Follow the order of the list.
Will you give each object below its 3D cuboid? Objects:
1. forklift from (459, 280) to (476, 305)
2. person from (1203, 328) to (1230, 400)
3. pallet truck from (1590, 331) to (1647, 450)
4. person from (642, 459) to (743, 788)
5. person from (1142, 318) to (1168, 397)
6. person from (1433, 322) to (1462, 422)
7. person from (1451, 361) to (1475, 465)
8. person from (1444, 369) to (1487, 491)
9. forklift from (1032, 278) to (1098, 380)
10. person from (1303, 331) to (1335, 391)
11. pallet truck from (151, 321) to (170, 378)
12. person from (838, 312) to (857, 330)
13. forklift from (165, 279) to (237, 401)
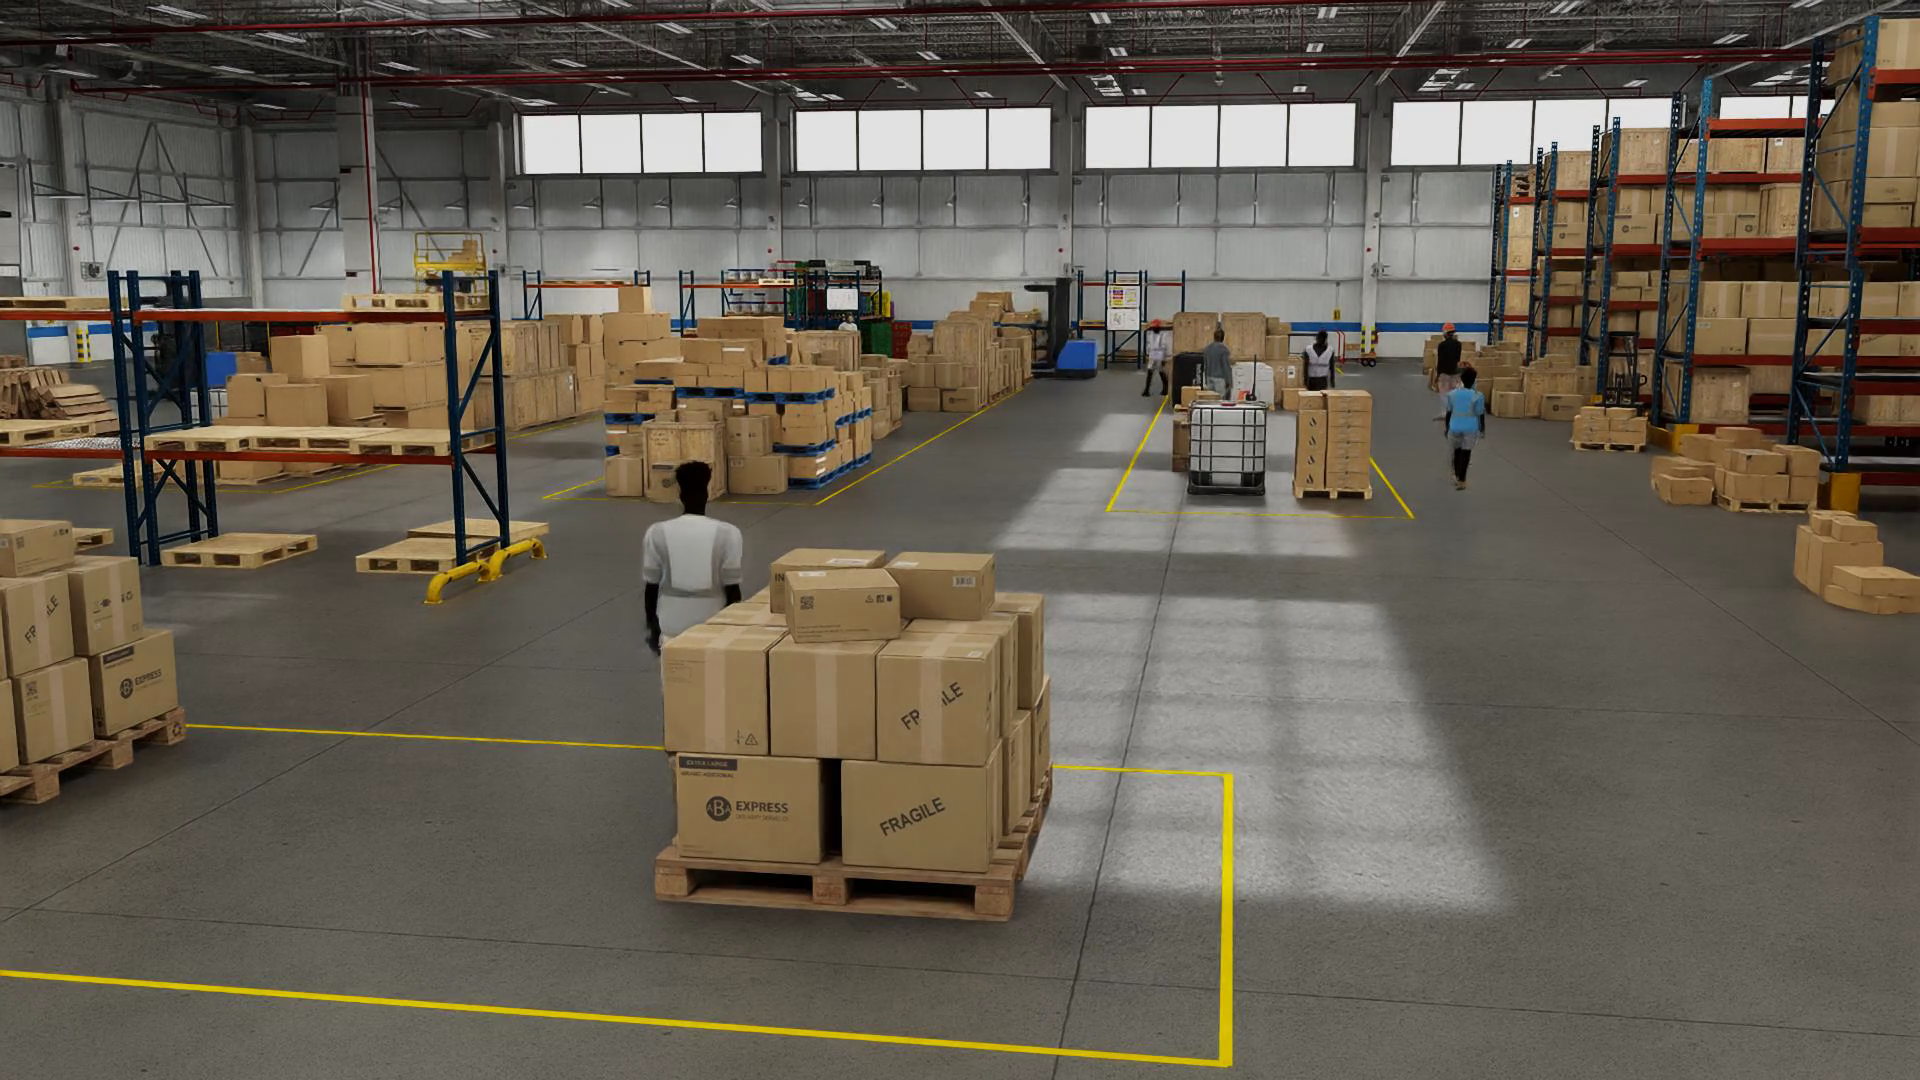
[{"bbox_3d":[-13.144,-5.596,44.427,1.873,2.768,1.129,-3,10,-17],"label":"forklift"},{"bbox_3d":[4.919,-3.090,31.901,0.366,1.931,0.630,-7,12,-39],"label":"person"},{"bbox_3d":[11.253,-2.573,28.499,0.823,1.965,1.885,5,10,27],"label":"pallet truck"},{"bbox_3d":[-1.575,0.497,9.790,0.601,1.938,0.878,0,9,-1],"label":"person"},{"bbox_3d":[4.777,-4.416,40.235,0.550,1.890,1.001,7,11,36],"label":"person"},{"bbox_3d":[9.760,-3.353,33.318,0.612,1.995,0.382,-6,11,-31],"label":"person"},{"bbox_3d":[7.897,-1.991,26.038,0.316,1.631,0.523,0,9,-1],"label":"person"},{"bbox_3d":[7.044,-1.537,23.078,0.559,1.669,0.675,7,12,37],"label":"person"},{"bbox_3d":[2.883,-5.893,46.261,1.873,2.768,1.129,1,9,9],"label":"forklift"},{"bbox_3d":[7.067,-3.184,32.769,0.623,1.842,0.884,2,9,12],"label":"person"},{"bbox_3d":[-21.869,-5.598,47.154,0.823,1.965,1.885,4,10,26],"label":"pallet truck"},{"bbox_3d":[-2.956,-5.095,44.230,0.368,1.940,0.631,8,12,41],"label":"person"},{"bbox_3d":[-18.185,-4.743,39.164,1.129,2.768,1.873,5,11,30],"label":"forklift"}]
